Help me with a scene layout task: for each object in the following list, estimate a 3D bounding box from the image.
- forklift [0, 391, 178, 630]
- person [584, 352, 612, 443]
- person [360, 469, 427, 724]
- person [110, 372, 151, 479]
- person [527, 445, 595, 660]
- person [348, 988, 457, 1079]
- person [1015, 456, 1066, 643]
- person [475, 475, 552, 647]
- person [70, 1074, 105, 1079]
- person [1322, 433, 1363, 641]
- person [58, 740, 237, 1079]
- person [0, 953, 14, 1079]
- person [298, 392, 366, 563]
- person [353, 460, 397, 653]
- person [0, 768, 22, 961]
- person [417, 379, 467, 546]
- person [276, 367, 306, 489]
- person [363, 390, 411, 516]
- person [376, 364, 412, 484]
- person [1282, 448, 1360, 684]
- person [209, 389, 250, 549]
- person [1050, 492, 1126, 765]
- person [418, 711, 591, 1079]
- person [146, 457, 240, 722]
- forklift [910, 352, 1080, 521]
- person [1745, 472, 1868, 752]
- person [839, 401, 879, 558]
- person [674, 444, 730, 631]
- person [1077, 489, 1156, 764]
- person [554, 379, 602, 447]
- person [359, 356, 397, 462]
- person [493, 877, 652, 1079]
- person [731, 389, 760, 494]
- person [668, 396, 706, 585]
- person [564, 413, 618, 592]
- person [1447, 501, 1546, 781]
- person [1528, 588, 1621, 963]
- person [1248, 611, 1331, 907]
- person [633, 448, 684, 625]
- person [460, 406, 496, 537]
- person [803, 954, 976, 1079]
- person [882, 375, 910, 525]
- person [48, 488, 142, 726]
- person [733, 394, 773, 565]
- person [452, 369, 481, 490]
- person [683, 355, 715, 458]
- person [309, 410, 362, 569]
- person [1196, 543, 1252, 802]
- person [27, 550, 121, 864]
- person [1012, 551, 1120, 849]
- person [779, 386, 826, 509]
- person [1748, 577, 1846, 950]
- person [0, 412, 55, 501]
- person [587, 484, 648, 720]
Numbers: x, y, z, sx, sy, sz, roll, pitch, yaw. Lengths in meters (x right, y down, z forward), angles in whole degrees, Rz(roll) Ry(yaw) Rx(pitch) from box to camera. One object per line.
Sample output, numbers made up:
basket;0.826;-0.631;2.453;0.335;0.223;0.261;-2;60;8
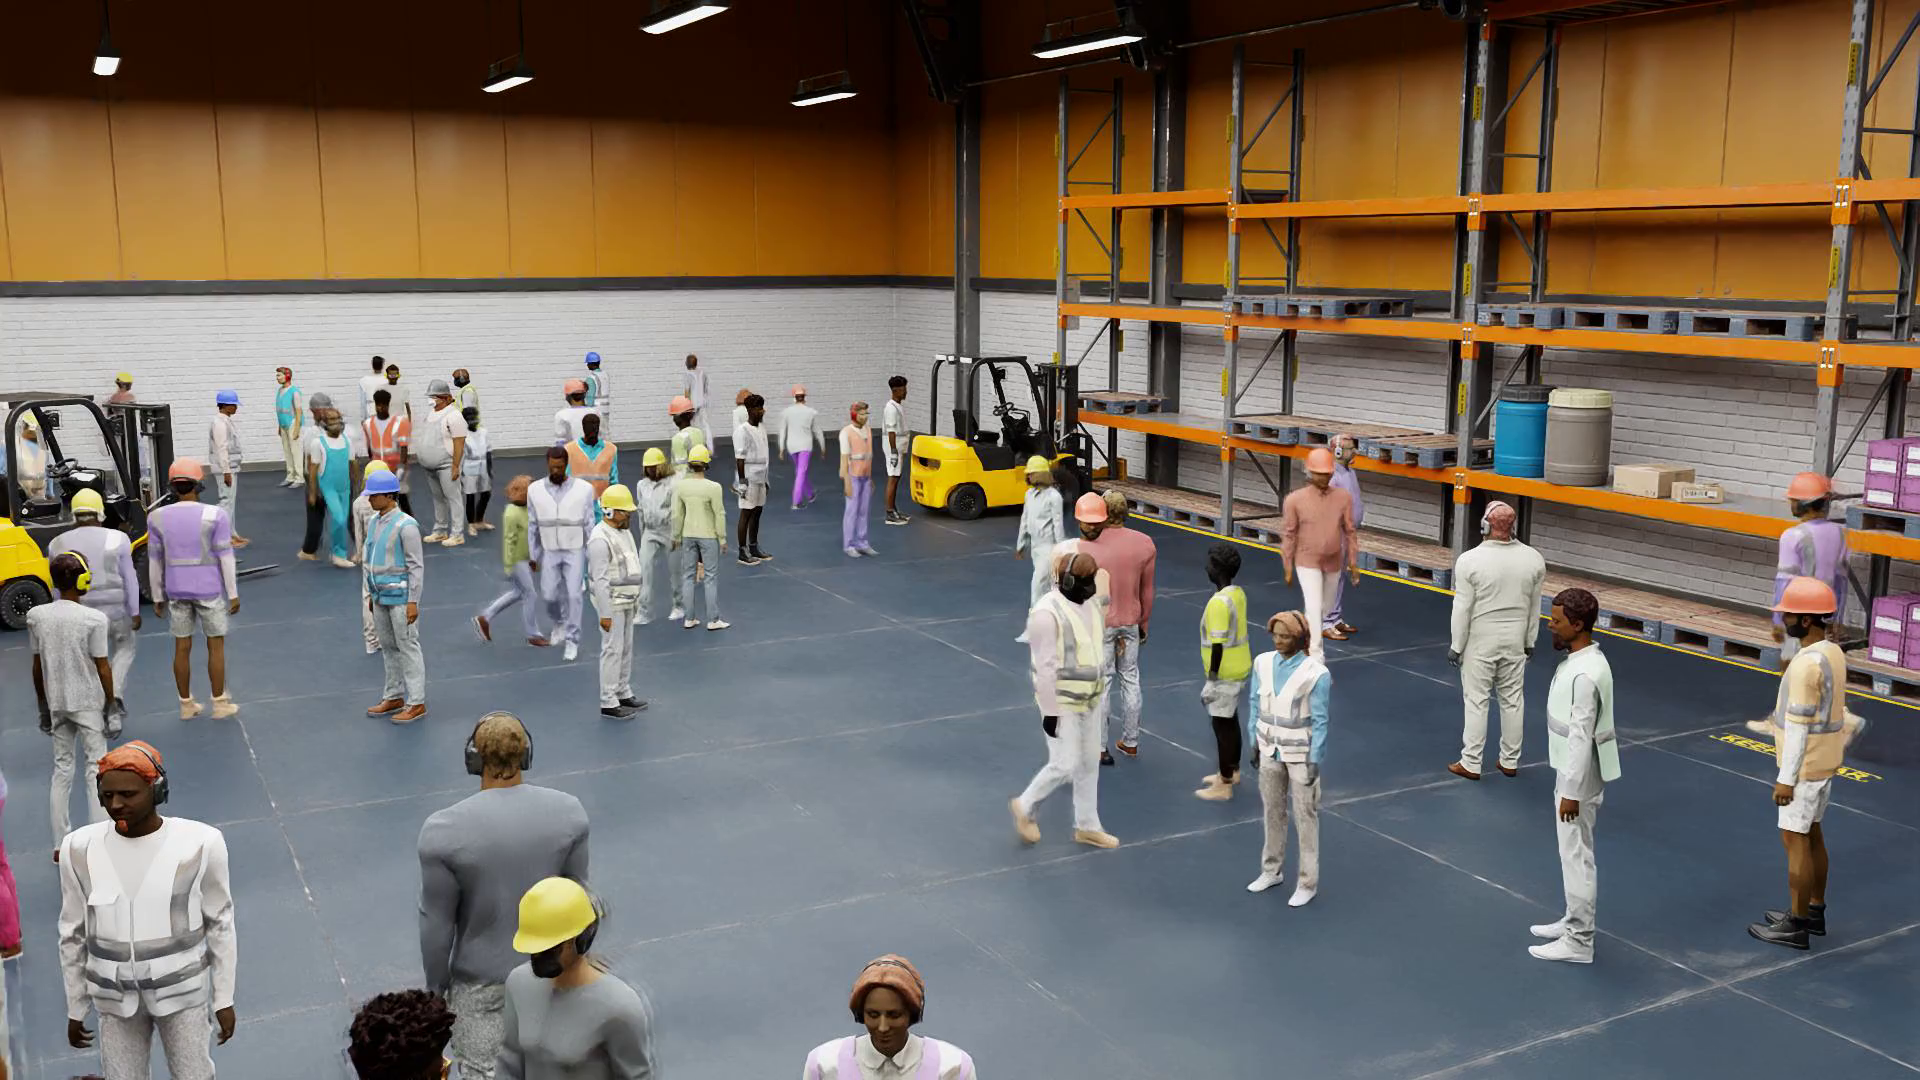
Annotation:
forklift;-9.026;-0.363;16.508;1.214;2.155;2.313;6;11;29
person;-5.993;-2.141;27.490;0.416;1.939;0.604;3;10;18
person;-4.328;0.425;12.683;0.617;1.946;0.396;8;13;39
person;-12.667;-1.695;25.461;0.538;1.740;0.707;4;11;21
person;-3.511;0.100;14.693;0.613;1.896;0.522;-1;10;-5
person;-1.260;1.958;3.804;0.619;1.956;0.429;0;10;3
person;0.694;0.084;15.312;0.769;1.711;0.508;-6;12;-33
person;-4.060;0.188;15.035;0.704;1.596;0.551;1;10;4
person;-1.750;2.067;3.532;0.627;1.855;0.518;9;13;42
person;3.534;-0.040;15.469;0.409;1.913;0.642;5;11;28
person;-2.879;1.634;5.915;0.583;1.881;0.350;-2;10;-9
person;-3.117;1.785;5.220;0.921;1.826;0.530;-7;12;-37
person;-7.236;-0.741;19.129;1.048;2.000;0.689;6;12;33
person;-5.151;0.155;14.826;0.484;1.745;0.297;4;11;21
person;-4.971;1.331;8.399;0.288;1.626;0.509;-5;11;-28
person;-6.355;-0.950;20.333;0.682;2.000;0.537;8;13;39
person;-10.162;-1.706;25.249;0.564;1.844;0.388;8;13;40
person;-7.003;-0.882;20.330;0.604;1.902;0.969;1;10;3
person;-8.720;-1.781;25.652;0.509;1.860;0.334;-4;11;-21
person;3.021;0.172;14.119;0.607;1.966;0.951;-2;10;-12
person;-8.856;-0.861;20.131;0.421;1.939;0.607;-3;10;-15
person;0.902;0.624;11.568;0.548;1.937;0.379;-2;10;-10
person;-1.658;1.578;6.120;0.635;1.928;0.382;-7;12;-36
person;-5.838;0.382;12.705;0.631;2.033;0.429;0;10;-3
forklift;0.460;-1.461;22.833;2.313;2.155;1.214;-5;11;-28
person;6.162;0.524;11.964;0.607;2.017;0.877;-6;11;-30
person;-1.215;-0.715;19.556;0.388;1.844;0.586;6;11;30
person;-2.447;-0.022;15.766;0.533;1.772;0.297;4;11;22
person;1.061;0.605;11.673;0.629;1.940;0.372;-4;11;-22
person;-4.725;-0.981;20.545;0.628;2.024;0.533;-6;11;-29
person;-9.318;-1.987;26.713;0.619;1.908;0.407;-3;10;-17
person;-1.183;1.852;5.037;0.534;1.752;0.358;6;12;33
person;-3.101;-1.417;24.335;0.487;1.578;0.883;-6;12;-33
person;-2.954;-0.532;17.925;0.395;2.040;0.609;3;10;15
person;-3.896;-0.401;17.586;0.583;1.903;0.407;-4;11;-23
person;3.614;0.683;11.306;0.641;1.913;0.408;-2;10;-12
person;3.133;1.186;8.431;0.391;1.911;0.585;3;10;15
person;1.817;1.189;9.191;0.312;1.633;0.519;-9;13;-41
person;-2.899;-0.027;15.965;0.500;1.709;0.838;2;10;13
person;-6.140;-0.868;20.974;0.450;1.665;0.604;7;12;35
person;-0.204;1.961;4.728;0.511;1.641;0.309;0;10;-2
person;-0.838;-1.195;21.954;0.361;1.963;0.613;1;10;4
person;-6.498;0.512;12.548;0.620;1.813;0.439;-2;10;-9
person;-2.375;-0.705;19.138;0.362;1.963;0.613;4;11;21
person;-7.454;-1.672;25.109;0.429;1.829;0.638;-3;10;-19
person;-4.598;-2.325;28.958;0.507;1.800;0.974;-9;13;-41
person;-6.979;-0.555;18.682;0.511;1.819;0.653;6;12;32
person;1.737;0.859;10.910;0.322;1.695;0.552;4;11;23
person;-5.156;0.986;9.719;0.511;1.861;0.322;1;10;8
person;0.638;0.959;9.953;0.560;1.826;0.650;8;13;39
person;-2.198;-1.318;23.445;0.599;1.681;0.921;4;11;24
person;4.346;1.145;8.612;0.388;1.929;0.539;8;13;38
person;-10.535;-0.531;18.700;0.406;1.788;0.727;5;11;24
person;-2.637;0.472;12.791;0.403;1.819;0.601;1;10;7
